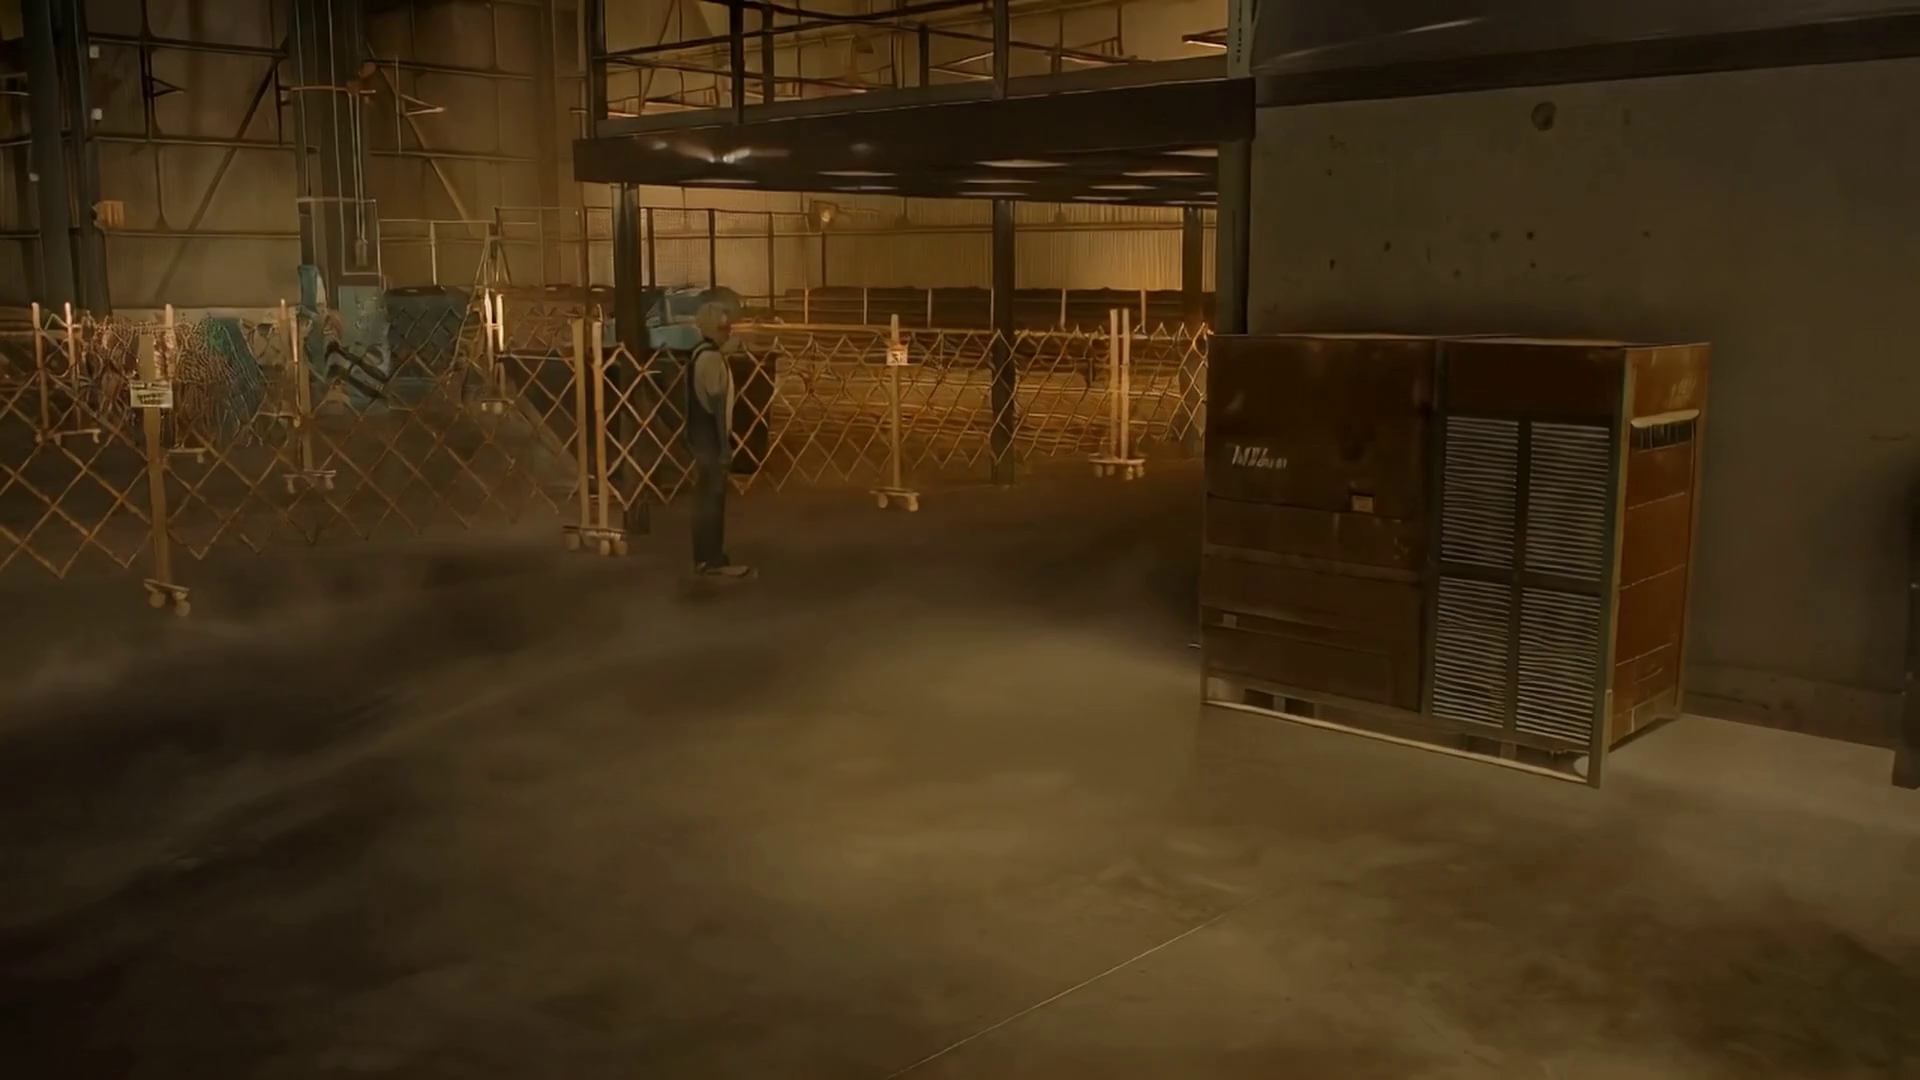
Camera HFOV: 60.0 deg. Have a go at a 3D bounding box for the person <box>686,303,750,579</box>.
[{"bbox_3d":[-1.655,-0.664,11.177,0.345,1.847,0.504,-5,10,-26],"label":"person"}]
